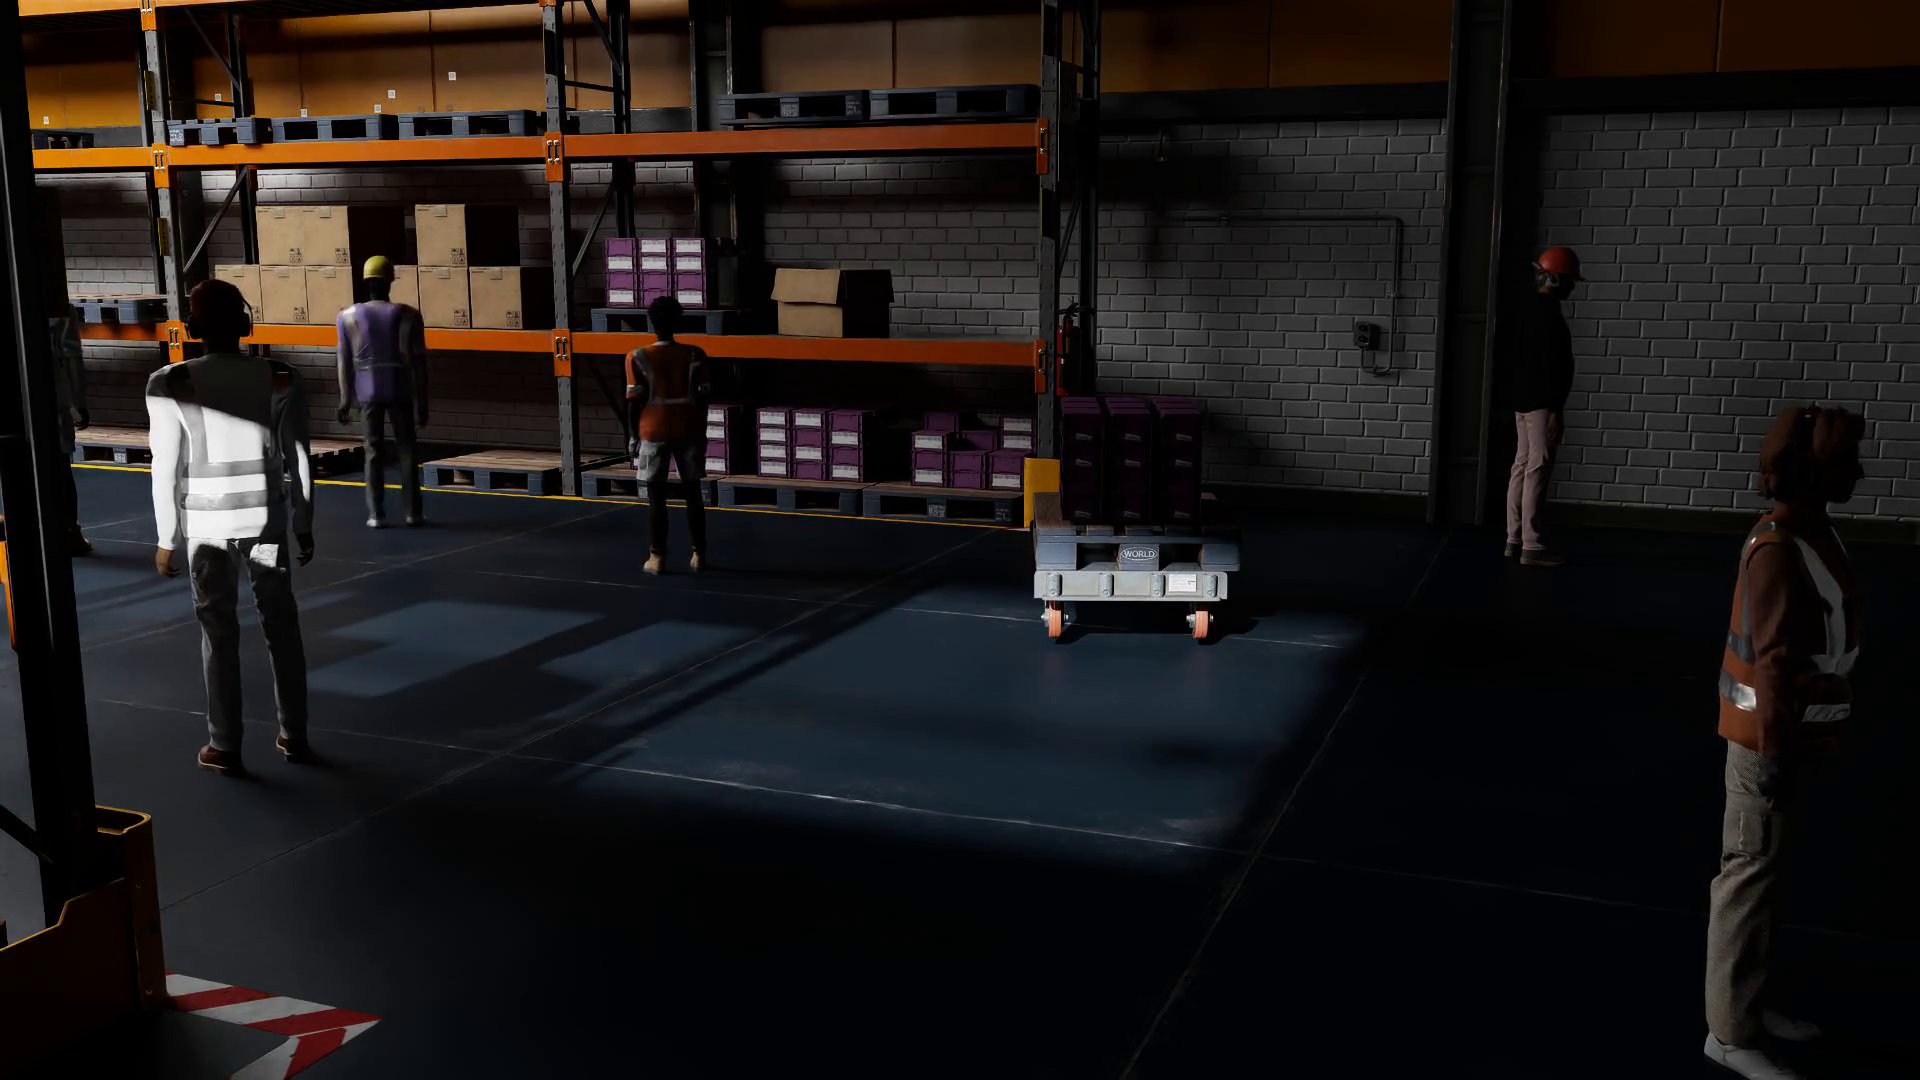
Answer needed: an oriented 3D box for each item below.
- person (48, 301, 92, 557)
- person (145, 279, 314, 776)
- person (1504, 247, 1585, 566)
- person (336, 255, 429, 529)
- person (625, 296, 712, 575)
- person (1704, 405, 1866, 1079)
[{"bbox_3d":[-5.906,-0.892,10.624,0.615,2.043,0.373,-4,11,-21],"label":"person"},{"bbox_3d":[-2.760,-0.045,6.346,0.586,1.882,0.340,-8,13,-39],"label":"person"},{"bbox_3d":[3.683,-0.838,10.483,0.394,1.985,0.611,0,10,1],"label":"person"},{"bbox_3d":[-4.066,-1.037,11.759,0.594,1.923,0.384,-3,11,-17],"label":"person"},{"bbox_3d":[-1.771,-0.633,10.139,0.535,1.697,0.321,-5,11,-24],"label":"person"},{"bbox_3d":[2.001,0.490,4.049,0.307,1.641,0.511,7,12,32],"label":"person"}]
